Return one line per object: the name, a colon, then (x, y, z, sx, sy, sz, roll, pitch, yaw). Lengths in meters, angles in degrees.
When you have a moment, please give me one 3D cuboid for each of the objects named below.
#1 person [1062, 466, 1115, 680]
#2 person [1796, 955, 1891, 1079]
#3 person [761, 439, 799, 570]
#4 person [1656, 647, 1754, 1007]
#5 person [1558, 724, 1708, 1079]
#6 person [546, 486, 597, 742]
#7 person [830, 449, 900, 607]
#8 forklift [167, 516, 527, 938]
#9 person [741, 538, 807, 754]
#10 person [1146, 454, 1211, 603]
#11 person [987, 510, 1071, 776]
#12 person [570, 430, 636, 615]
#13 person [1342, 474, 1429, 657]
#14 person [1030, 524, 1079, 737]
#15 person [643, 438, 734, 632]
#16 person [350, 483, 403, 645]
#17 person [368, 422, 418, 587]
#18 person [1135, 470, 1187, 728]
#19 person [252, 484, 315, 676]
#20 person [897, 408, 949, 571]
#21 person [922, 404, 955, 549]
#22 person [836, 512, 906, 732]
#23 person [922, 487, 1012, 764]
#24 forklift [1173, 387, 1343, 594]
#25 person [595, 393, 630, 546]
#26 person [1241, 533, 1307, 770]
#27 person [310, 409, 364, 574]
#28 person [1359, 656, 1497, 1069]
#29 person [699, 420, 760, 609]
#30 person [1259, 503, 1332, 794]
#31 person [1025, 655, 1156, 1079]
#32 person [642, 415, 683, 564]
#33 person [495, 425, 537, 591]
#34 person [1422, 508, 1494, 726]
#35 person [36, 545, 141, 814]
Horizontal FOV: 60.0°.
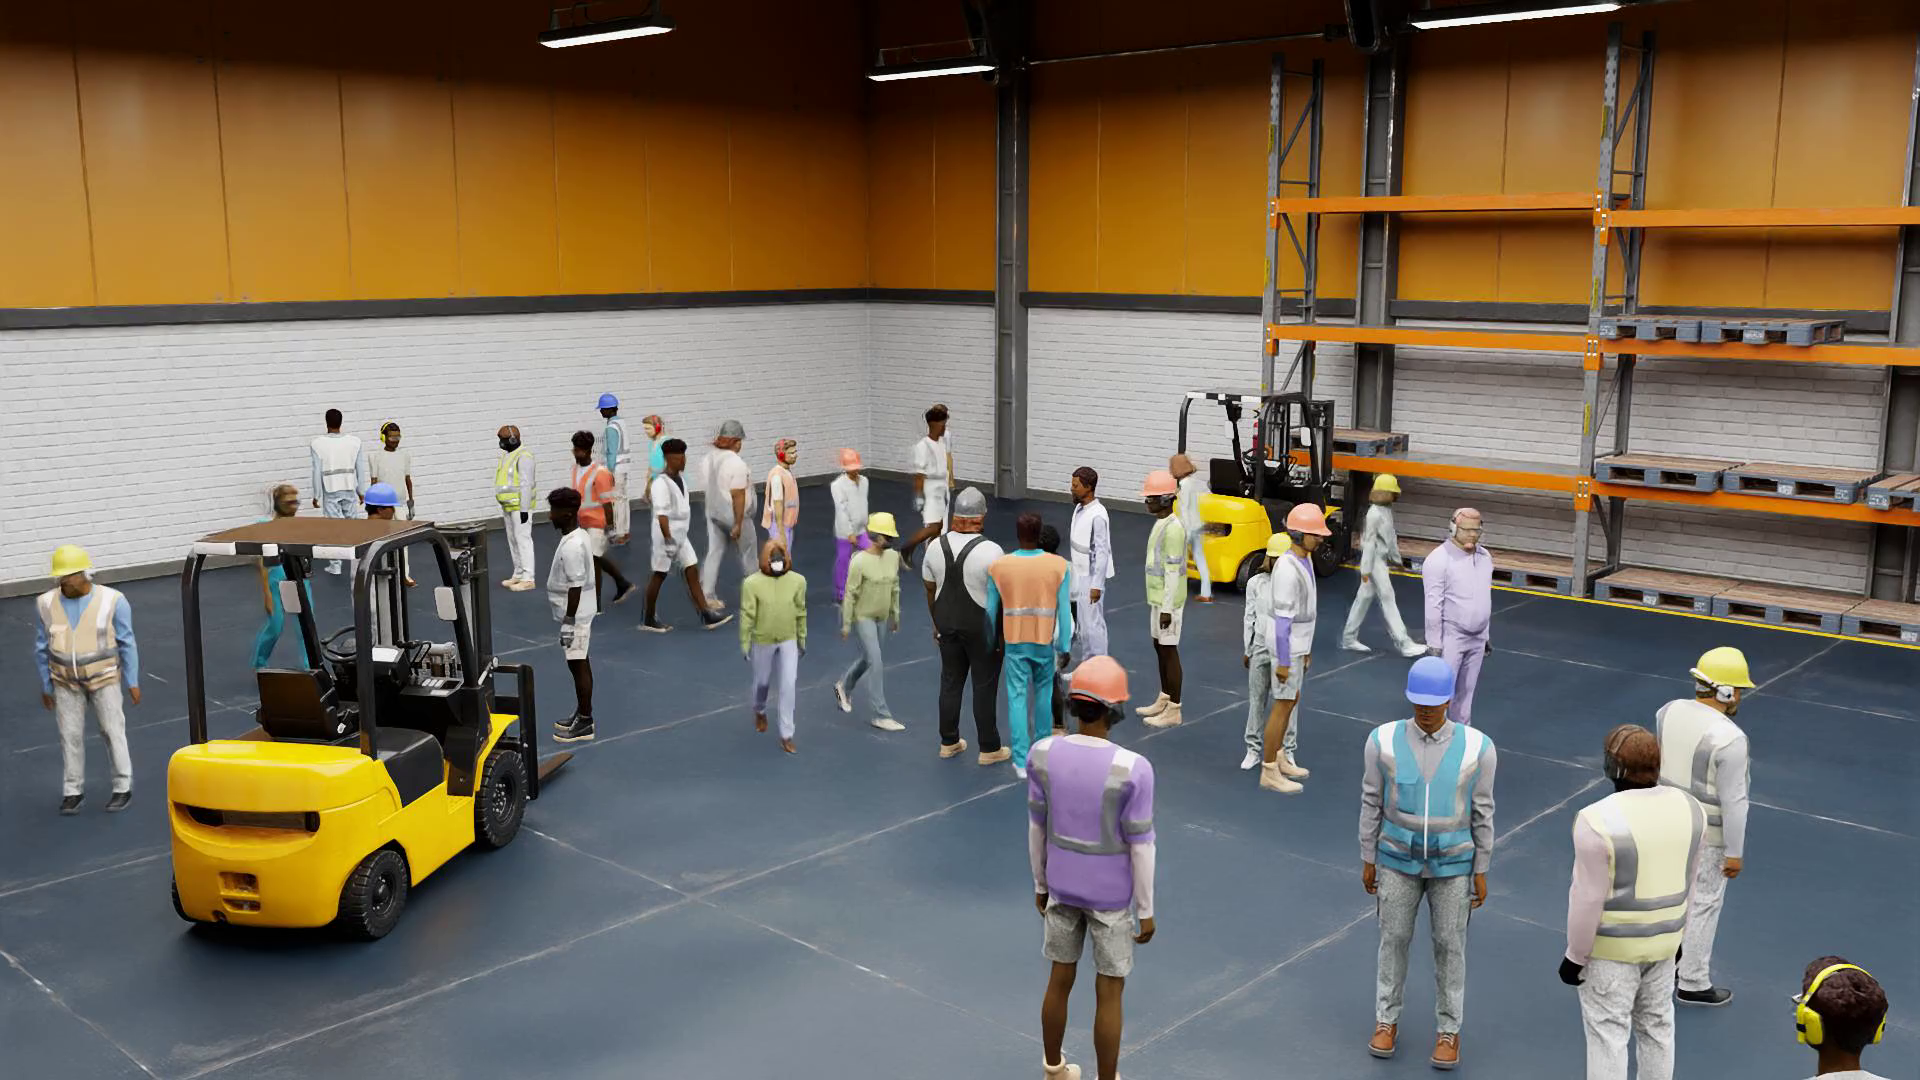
person: (1.119, 0.319, 14.274, 0.379, 1.917, 0.591, -2, 10, -12)
person: (2.356, 2.054, 4.576, 0.512, 1.861, 0.325, -2, 10, -11)
person: (-1.813, -0.115, 16.950, 0.396, 1.847, 0.564, 1, 10, 3)
person: (3.699, 1.420, 8.296, 0.403, 1.821, 0.602, -2, 10, -13)
person: (2.737, 1.662, 6.867, 0.624, 1.838, 0.430, -4, 11, -21)
person: (-2.978, 0.559, 12.773, 0.367, 1.966, 0.605, -2, 10, -9)
person: (-1.041, -0.097, 17.242, 0.818, 1.700, 0.558, 9, 13, 40)
forklift: (-3.583, 0.976, 9.748, 1.214, 2.155, 2.313, 2, 10, 11)
person: (-1.419, 0.758, 12.656, 0.514, 1.601, 0.764, -3, 10, -18)
person: (2.361, -0.108, 17.664, 0.696, 1.591, 0.527, 4, 11, 22)
person: (0.484, 0.712, 12.113, 0.612, 1.887, 0.817, 0, 10, 0)
person: (-3.678, -0.193, 17.160, 0.737, 1.936, 0.622, -8, 13, -37)
person: (3.958, 0.237, 15.369, 0.877, 1.703, 0.493, 5, 11, 24)
person: (0.624, 0.707, 12.746, 0.552, 1.668, 0.683, -9, 13, -41)
person: (-2.704, -0.030, 16.225, 0.963, 1.918, 0.637, 3, 10, 16)
person: (-4.588, 0.509, 13.167, 0.422, 1.934, 0.615, -8, 13, -40)
person: (-6.280, -0.378, 18.423, 0.509, 1.860, 0.334, -10, 14, -44)
person: (1.588, 0.463, 13.143, 0.397, 2.035, 0.601, -1, 10, -4)
person: (-5.753, 0.411, 14.130, 0.968, 1.800, 0.522, 7, 12, 33)
person: (-0.372, -0.550, 19.121, 0.526, 1.954, 0.609, 4, 11, 23)
person: (-0.259, -0.775, 20.721, 0.345, 1.844, 0.504, -9, 14, -43)
person: (-0.756, 0.609, 13.197, 0.852, 1.721, 0.563, 8, 13, 40)
person: (0.104, 0.616, 12.235, 0.689, 2.000, 0.539, 6, 12, 33)
forklift: (3.298, -0.608, 18.767, 1.214, 2.155, 2.313, 9, 13, 42)
person: (-4.399, -0.897, 21.149, 0.416, 1.939, 0.604, 0, 10, 0)
person: (2.277, 0.810, 11.974, 0.483, 1.745, 0.299, 3, 10, 16)
person: (-7.206, -0.563, 19.300, 0.599, 1.917, 0.376, -8, 13, -39)
person: (2.141, 1.472, 7.670, 0.601, 1.939, 0.410, 3, 10, 18)
person: (-2.358, -0.287, 17.378, 0.686, 2.000, 0.890, 9, 14, 43)
person: (2.341, 0.743, 11.573, 0.438, 2.030, 0.621, 4, 11, 20)
person: (0.578, 1.501, 7.224, 0.610, 2.034, 0.396, 7, 12, 34)
person: (-3.510, -0.594, 19.795, 0.516, 1.805, 0.613, -5, 11, -26)
person: (-4.921, -0.363, 18.429, 0.429, 1.830, 0.636, -7, 12, -36)
person: (3.648, 0.709, 12.097, 0.650, 1.904, 0.404, -7, 12, -34)
person: (-5.817, 0.920, 11.108, 0.624, 1.830, 0.405, -2, 10, -9)
